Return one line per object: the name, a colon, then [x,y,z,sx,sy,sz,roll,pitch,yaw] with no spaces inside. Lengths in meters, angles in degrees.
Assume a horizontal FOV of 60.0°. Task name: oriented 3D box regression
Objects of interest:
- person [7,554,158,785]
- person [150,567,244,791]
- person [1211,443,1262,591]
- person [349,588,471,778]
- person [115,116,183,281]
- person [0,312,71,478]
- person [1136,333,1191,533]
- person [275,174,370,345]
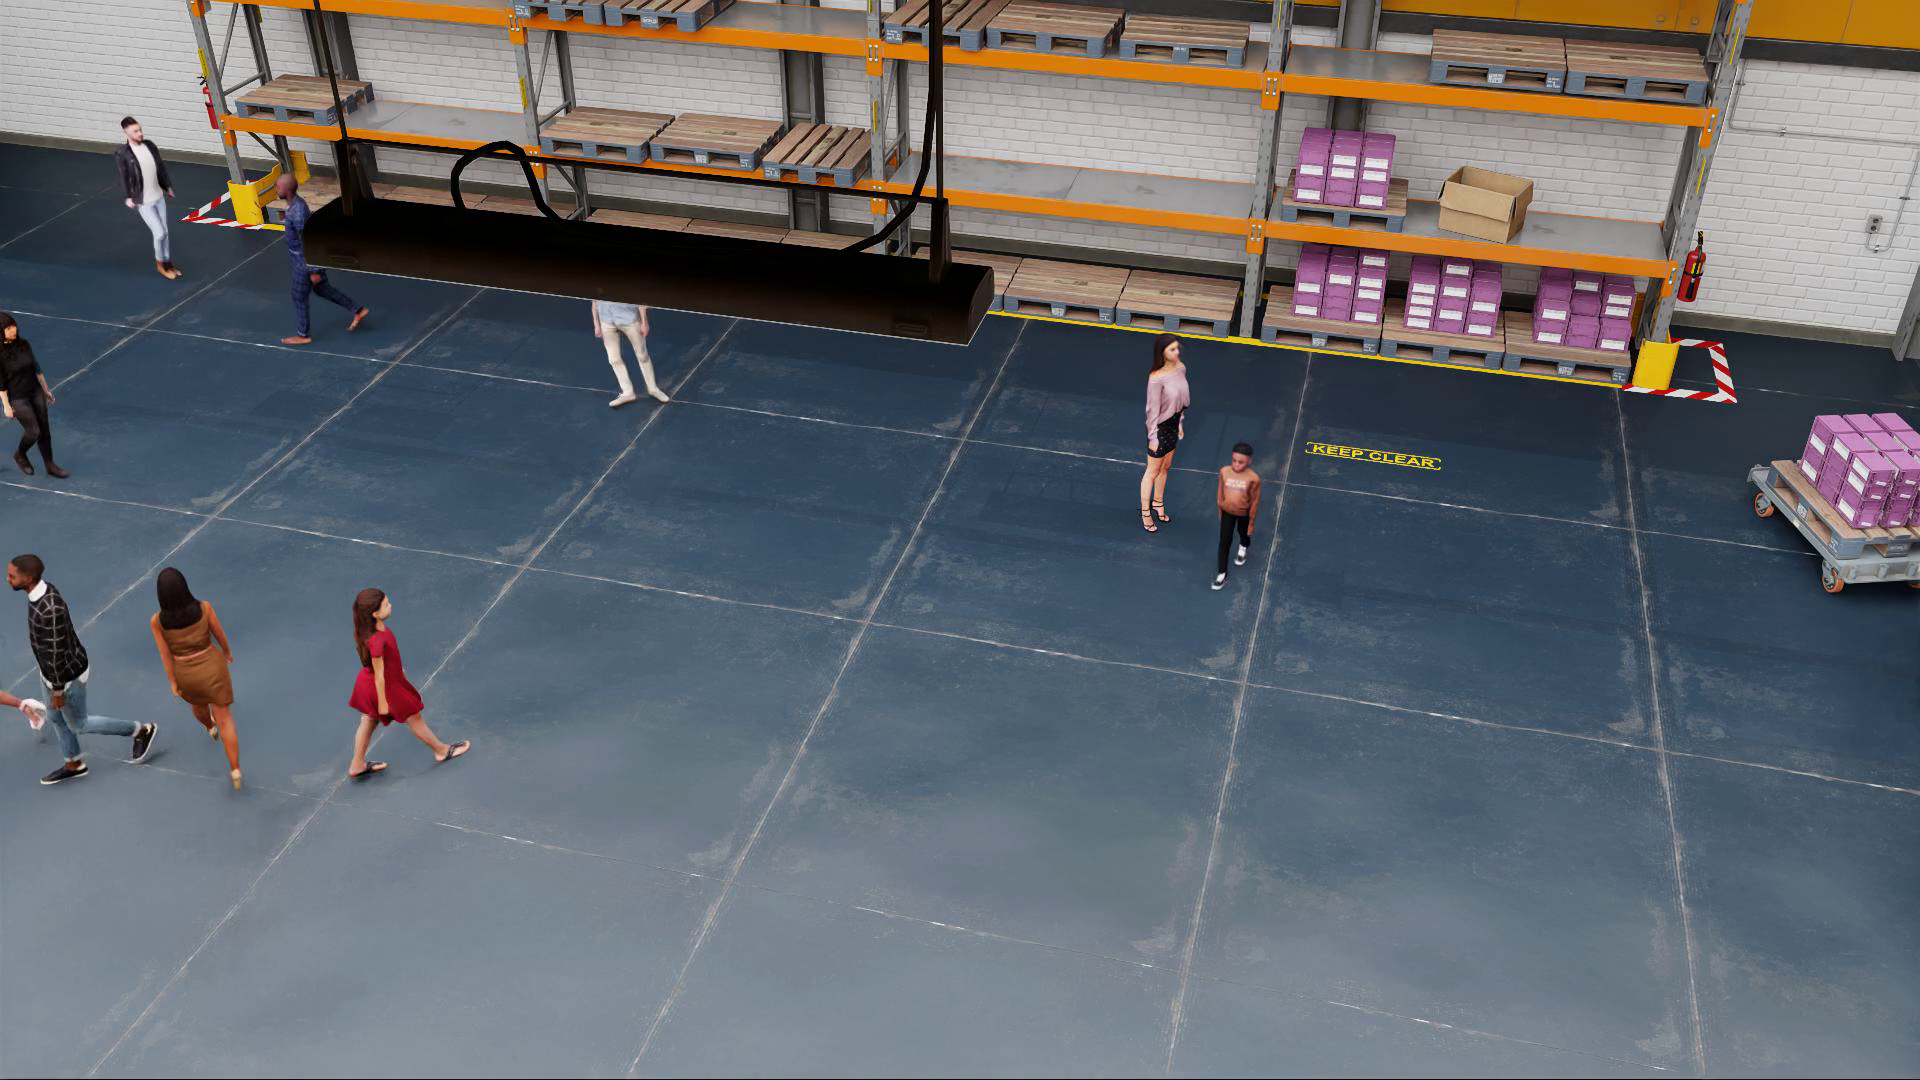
person: [-6.010,0.871,11.305,1.099,1.799,1.092,-24,41,-32]
person: [-5.129,0.975,11.294,1.034,1.638,1.094,-17,37,-24]
person: [2.287,-0.263,13.532,0.890,1.223,0.691,15,36,21]
person: [-4.010,1.022,11.344,1.080,1.505,0.983,-16,37,-22]
person: [-8.958,-3.765,18.257,0.658,1.825,0.726,16,37,22]
person: [-8.315,-1.276,14.685,0.678,1.634,0.585,11,35,16]
person: [1.694,-0.906,13.968,0.687,1.811,0.692,27,42,35]
person: [-6.564,-2.873,16.944,1.237,1.793,1.111,-13,36,-18]
